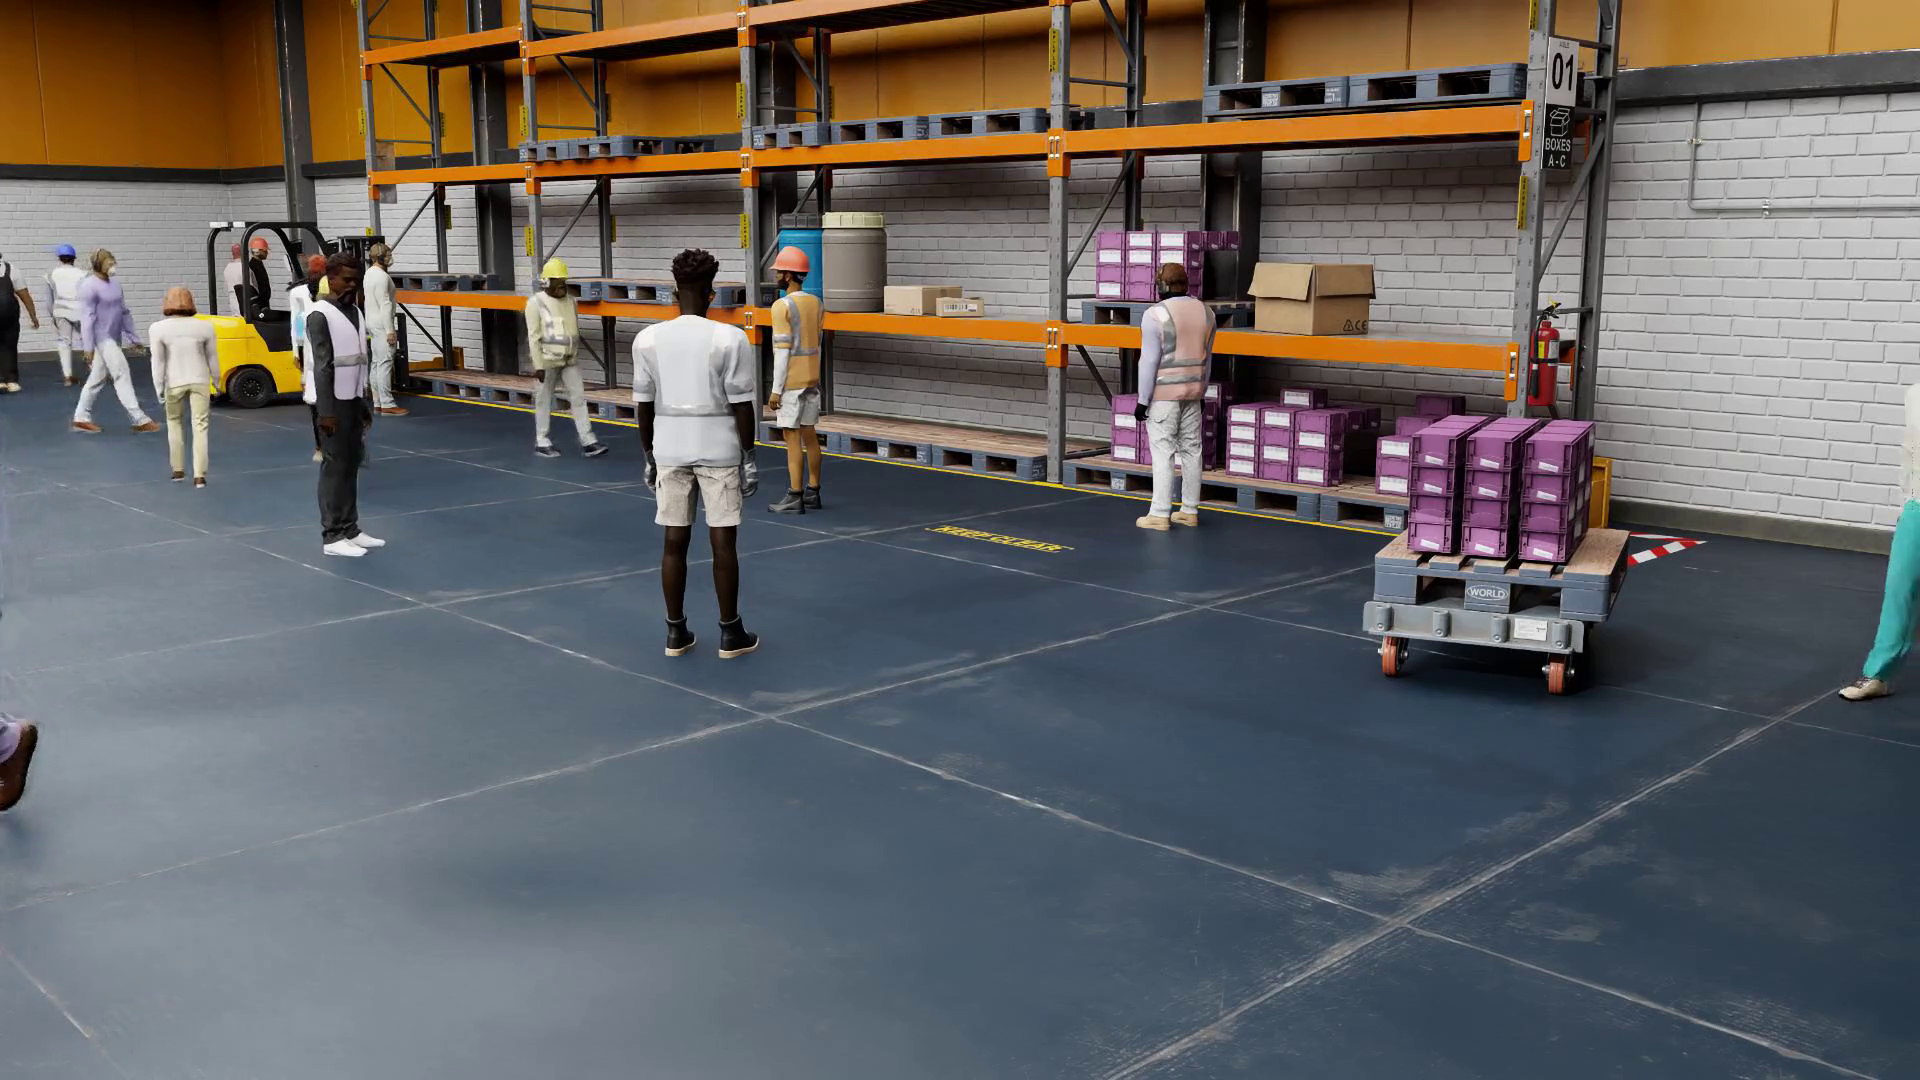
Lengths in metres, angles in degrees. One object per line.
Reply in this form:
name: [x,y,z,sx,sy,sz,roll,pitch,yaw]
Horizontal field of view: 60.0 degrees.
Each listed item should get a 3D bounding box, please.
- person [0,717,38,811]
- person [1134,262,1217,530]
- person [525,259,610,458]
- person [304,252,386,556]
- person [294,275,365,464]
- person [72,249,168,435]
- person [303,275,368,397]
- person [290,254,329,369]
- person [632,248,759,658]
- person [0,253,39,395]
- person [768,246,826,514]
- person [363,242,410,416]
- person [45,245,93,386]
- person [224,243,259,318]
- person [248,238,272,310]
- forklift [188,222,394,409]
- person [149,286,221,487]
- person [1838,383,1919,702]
person: [-3.376,0.115,5.366,0.644,1.880,0.786,4,11,23]
person: [1.457,-0.985,11.478,0.621,1.838,0.429,-7,12,-33]
person: [-3.559,-1.616,14.998,0.859,1.798,0.625,8,13,36]
person: [-3.948,-0.864,10.604,0.395,1.913,0.590,1,10,3]
person: [-5.518,-1.479,14.595,0.541,1.680,0.708,-9,14,-41]
person: [-8.644,-2.001,16.892,1.018,1.893,0.645,0,10,-3]
person: [-5.024,-1.286,13.457,0.493,1.717,0.805,-7,13,-35]
person: [-6.203,-1.853,16.188,0.583,1.856,0.878,-1,10,-6]
person: [-1.248,-0.404,7.965,0.603,1.961,0.368,2,11,11]
person: [-12.215,-2.872,21.203,0.809,2.000,0.987,-7,13,-35]
person: [-1.208,-1.157,12.126,0.352,1.942,0.545,6,12,28]
person: [-6.487,-2.364,18.715,0.373,1.940,0.629,-7,12,-33]
person: [-12.082,-3.067,22.685,0.621,1.881,1.020,-2,11,-11]
person: [-10.421,-3.367,24.260,0.641,1.913,0.408,8,13,39]
person: [-10.414,-3.495,24.774,0.417,1.985,0.612,-1,10,-8]
forklift: [-8.169,-2.758,20.163,2.313,2.155,1.214,-10,14,-44]
person: [-6.273,-1.247,13.504,0.512,1.611,0.648,-5,12,-26]
person: [4.311,-0.151,7.245,0.893,1.720,0.535,-5,11,-24]
